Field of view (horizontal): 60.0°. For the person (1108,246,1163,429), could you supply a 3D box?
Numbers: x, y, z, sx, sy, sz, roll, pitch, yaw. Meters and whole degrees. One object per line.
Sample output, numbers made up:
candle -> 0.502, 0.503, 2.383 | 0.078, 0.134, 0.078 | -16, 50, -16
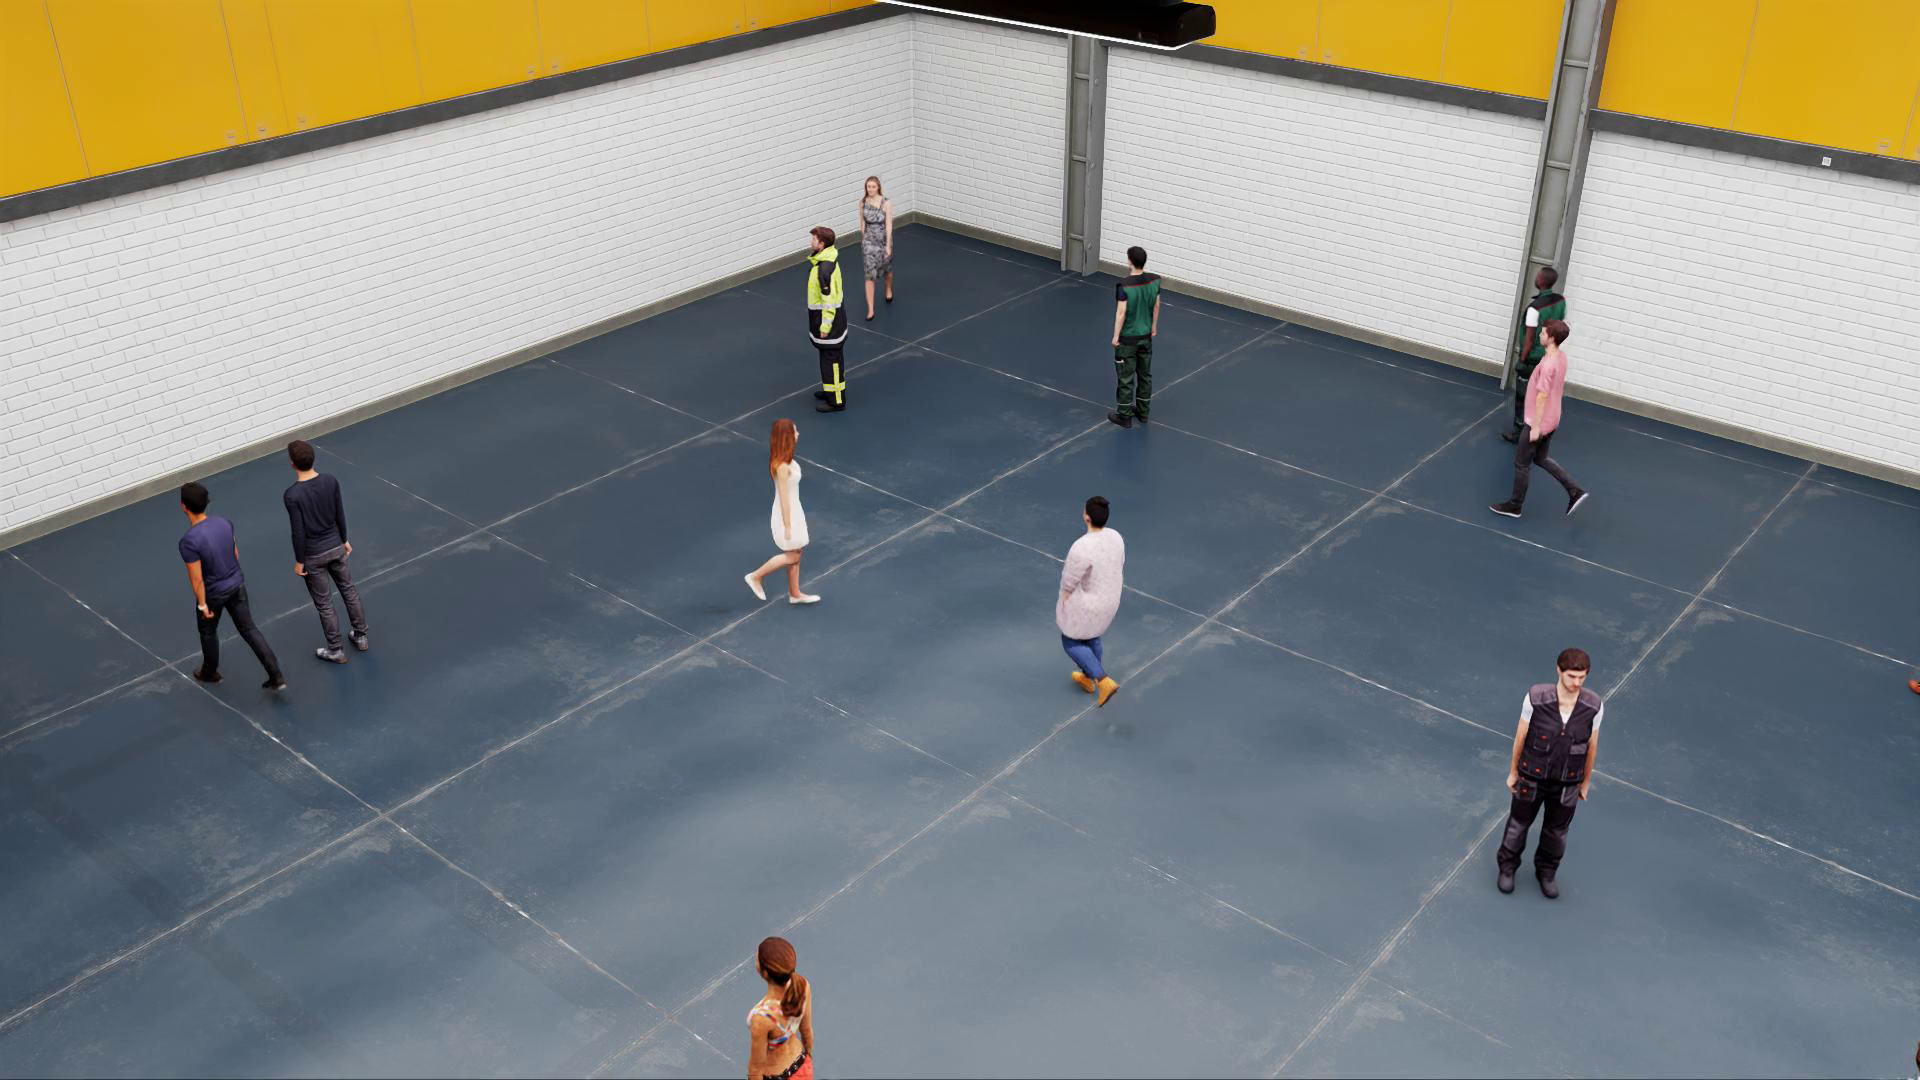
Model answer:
person -> 1.784, -2.084, 16.969 | 0.748, 1.901, 0.697 | -16, 32, -27

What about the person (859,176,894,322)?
person -> -0.947, -3.524, 19.859 | 1.155, 1.662, 1.030 | 5, 29, 8

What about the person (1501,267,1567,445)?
person -> 5.746, -1.833, 16.575 | 0.730, 1.838, 0.663 | -21, 35, -33

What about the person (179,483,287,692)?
person -> -5.502, 0.407, 12.561 | 1.176, 1.749, 0.757 | 16, 32, 27

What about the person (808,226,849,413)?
person -> -1.370, -2.312, 17.301 | 0.911, 1.983, 0.861 | -1, 29, -2

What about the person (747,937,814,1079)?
person -> -0.823, 2.746, 8.256 | 1.087, 1.766, 0.682 | 17, 33, 28

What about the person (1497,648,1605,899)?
person -> 3.728, 1.466, 10.521 | 0.698, 1.844, 0.811 | 6, 29, 10

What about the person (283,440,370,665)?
person -> -4.986, 0.091, 13.017 | 0.552, 1.868, 0.658 | 19, 34, 30

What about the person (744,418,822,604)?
person -> -1.513, -0.197, 13.719 | 0.942, 1.701, 0.852 | 0, 29, 1

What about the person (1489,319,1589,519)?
person -> 5.345, -1.045, 15.021 | 1.097, 1.943, 0.745 | 16, 32, 26

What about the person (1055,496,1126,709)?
person -> 1.022, 0.483, 12.444 | 0.780, 1.728, 0.936 | -20, 35, -33
